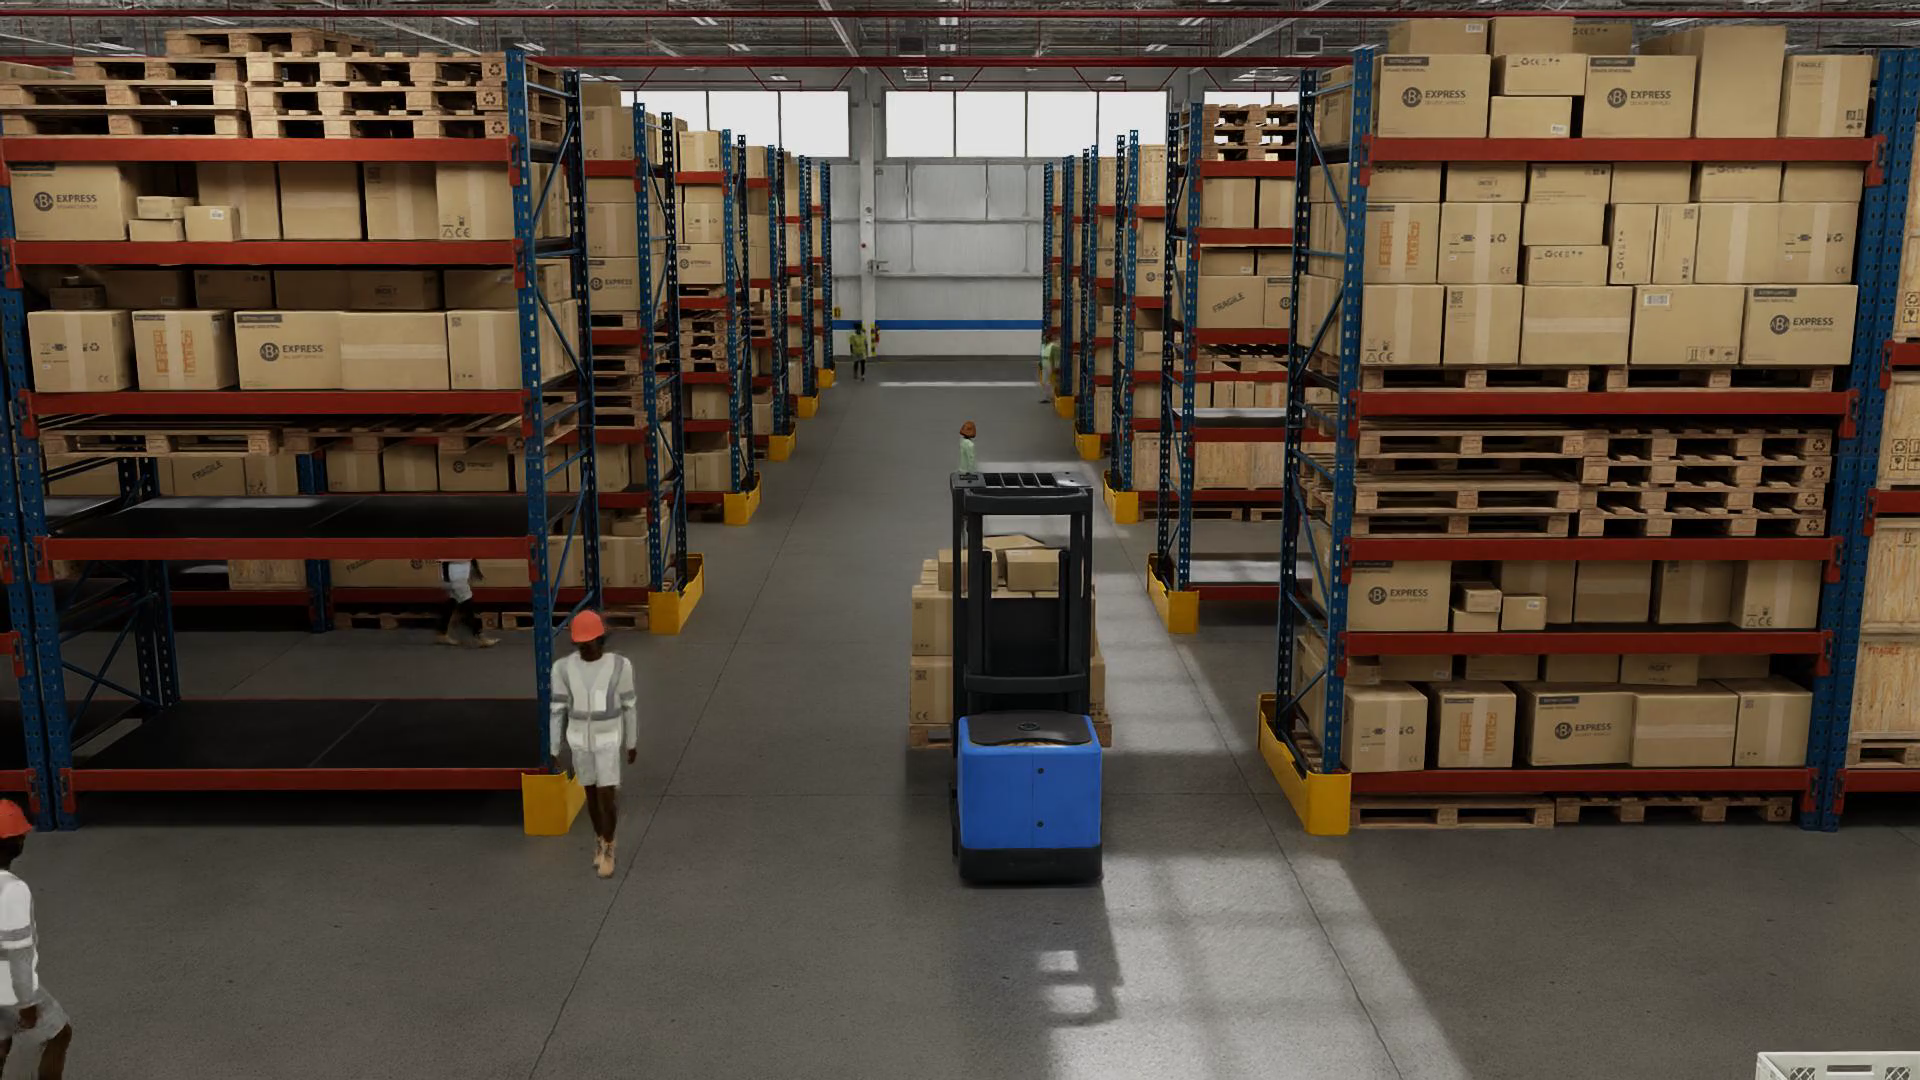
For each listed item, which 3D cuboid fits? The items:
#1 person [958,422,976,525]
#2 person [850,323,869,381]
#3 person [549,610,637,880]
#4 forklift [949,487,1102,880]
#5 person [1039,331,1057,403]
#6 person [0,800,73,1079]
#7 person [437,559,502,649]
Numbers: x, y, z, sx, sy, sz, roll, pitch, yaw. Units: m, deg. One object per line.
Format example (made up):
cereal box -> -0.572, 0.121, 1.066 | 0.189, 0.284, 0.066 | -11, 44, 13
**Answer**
person -> 0.114, -1.047, 26.015 | 0.280, 1.624, 0.494 | -4, 12, -20
person -> -2.882, -5.372, 47.375 | 0.566, 1.653, 0.802 | -3, 12, -14
person -> -2.737, 1.517, 12.314 | 0.625, 2.016, 0.694 | 0, 11, 2
forklift -> 0.495, 0.986, 12.813 | 1.129, 2.768, 1.873 | 0, 11, -2
person -> 2.185, -4.319, 41.710 | 0.449, 1.827, 0.653 | -6, 13, -26
person -> -4.949, 2.291, 8.745 | 0.568, 1.910, 0.655 | 7, 13, 30
person -> -5.564, 0.413, 18.691 | 0.863, 1.655, 0.552 | 0, 11, 2
